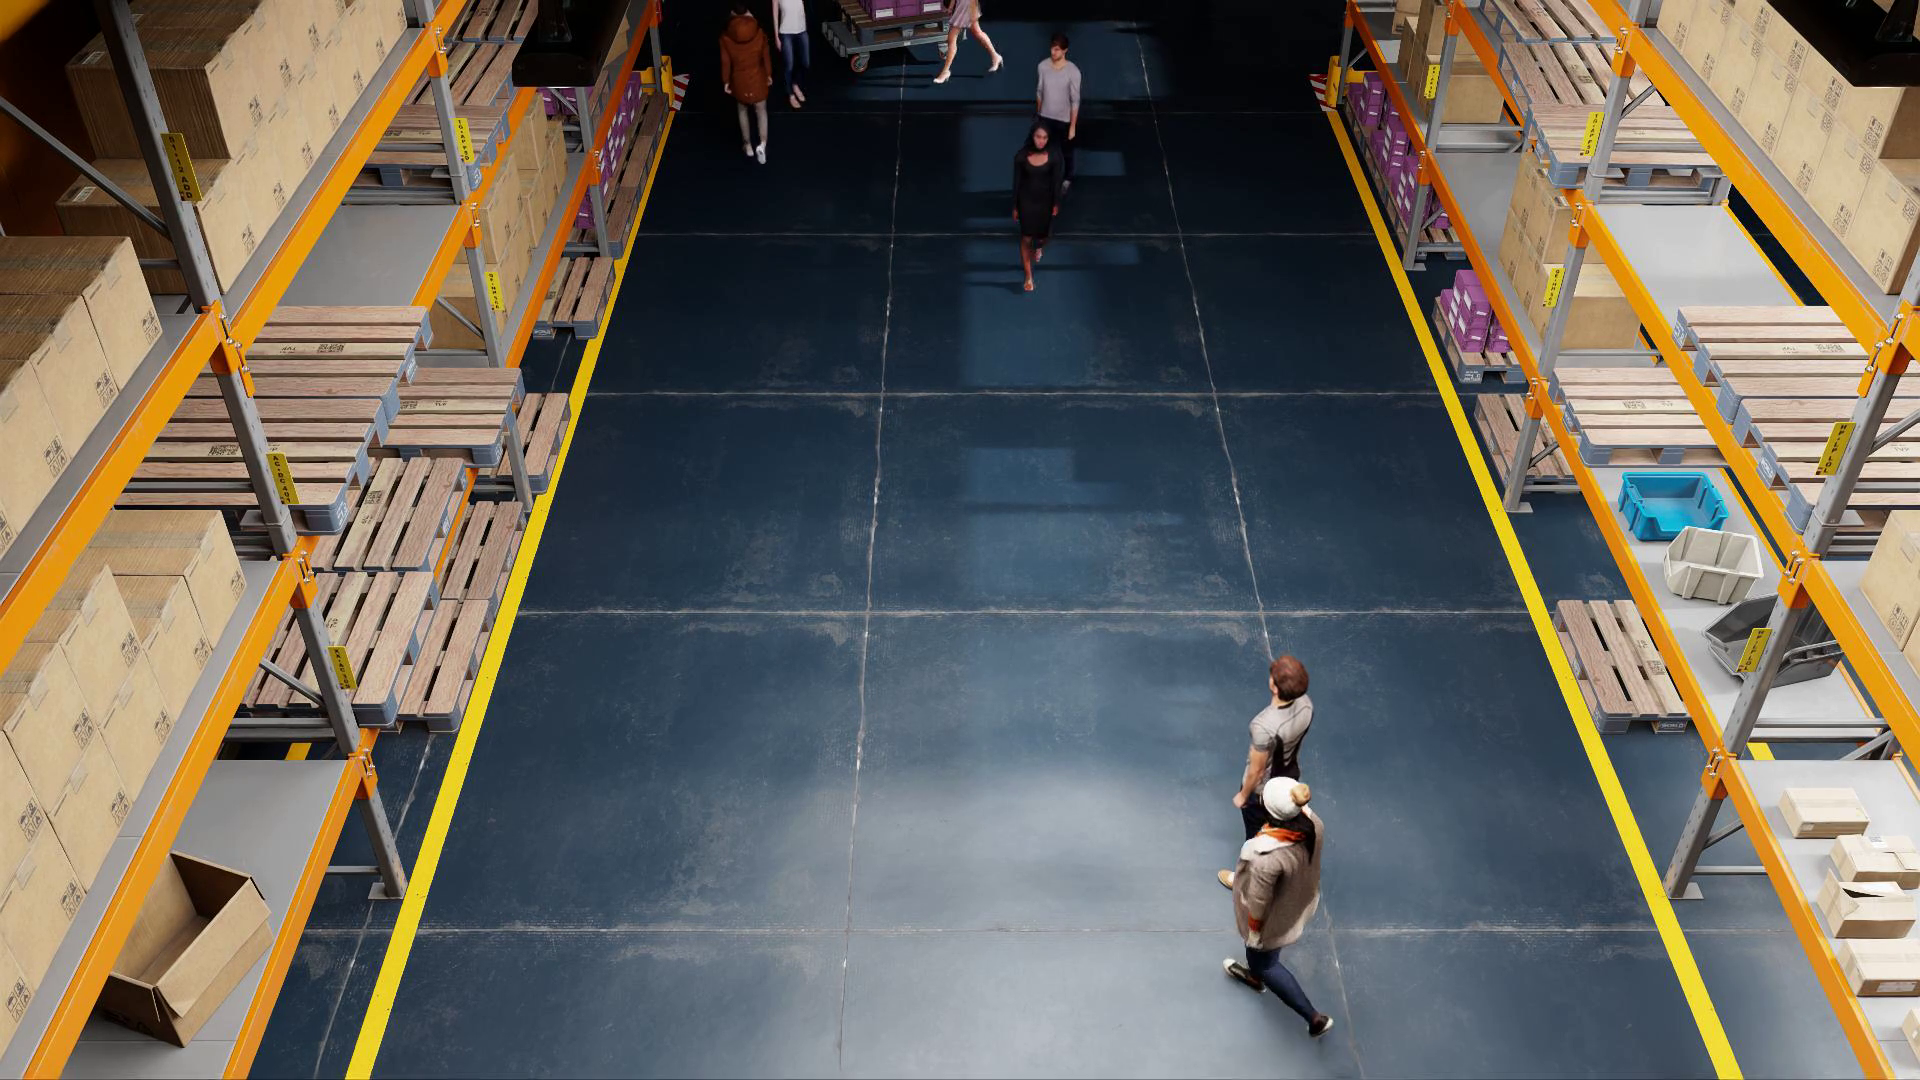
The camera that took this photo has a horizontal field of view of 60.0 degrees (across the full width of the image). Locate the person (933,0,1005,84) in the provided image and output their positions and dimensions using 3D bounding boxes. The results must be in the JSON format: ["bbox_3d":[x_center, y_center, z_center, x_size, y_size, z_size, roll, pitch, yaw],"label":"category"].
[{"bbox_3d":[0.160,-6.334,19.907,0.854,1.722,1.142,-12,40,-15],"label":"person"}]

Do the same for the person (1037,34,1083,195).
[{"bbox_3d":[1.072,-4.437,17.469,1.028,1.800,1.224,19,42,22],"label":"person"}]

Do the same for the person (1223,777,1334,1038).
[{"bbox_3d":[1.849,2.056,9.289,1.136,1.863,1.101,30,47,32],"label":"person"}]

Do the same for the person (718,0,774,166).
[{"bbox_3d":[-2.301,-4.946,18.097,0.833,1.813,1.079,-7,39,-8],"label":"person"}]

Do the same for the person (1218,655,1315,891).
[{"bbox_3d":[1.887,1.434,10.041,0.737,1.896,0.772,-26,46,-29],"label":"person"}]

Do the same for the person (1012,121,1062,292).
[{"bbox_3d":[0.728,-3.276,16.091,0.645,1.706,0.835,4,39,5],"label":"person"}]

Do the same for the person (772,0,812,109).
[{"bbox_3d":[-2.000,-5.913,19.375,0.711,1.728,0.749,-21,43,-25],"label":"person"}]
